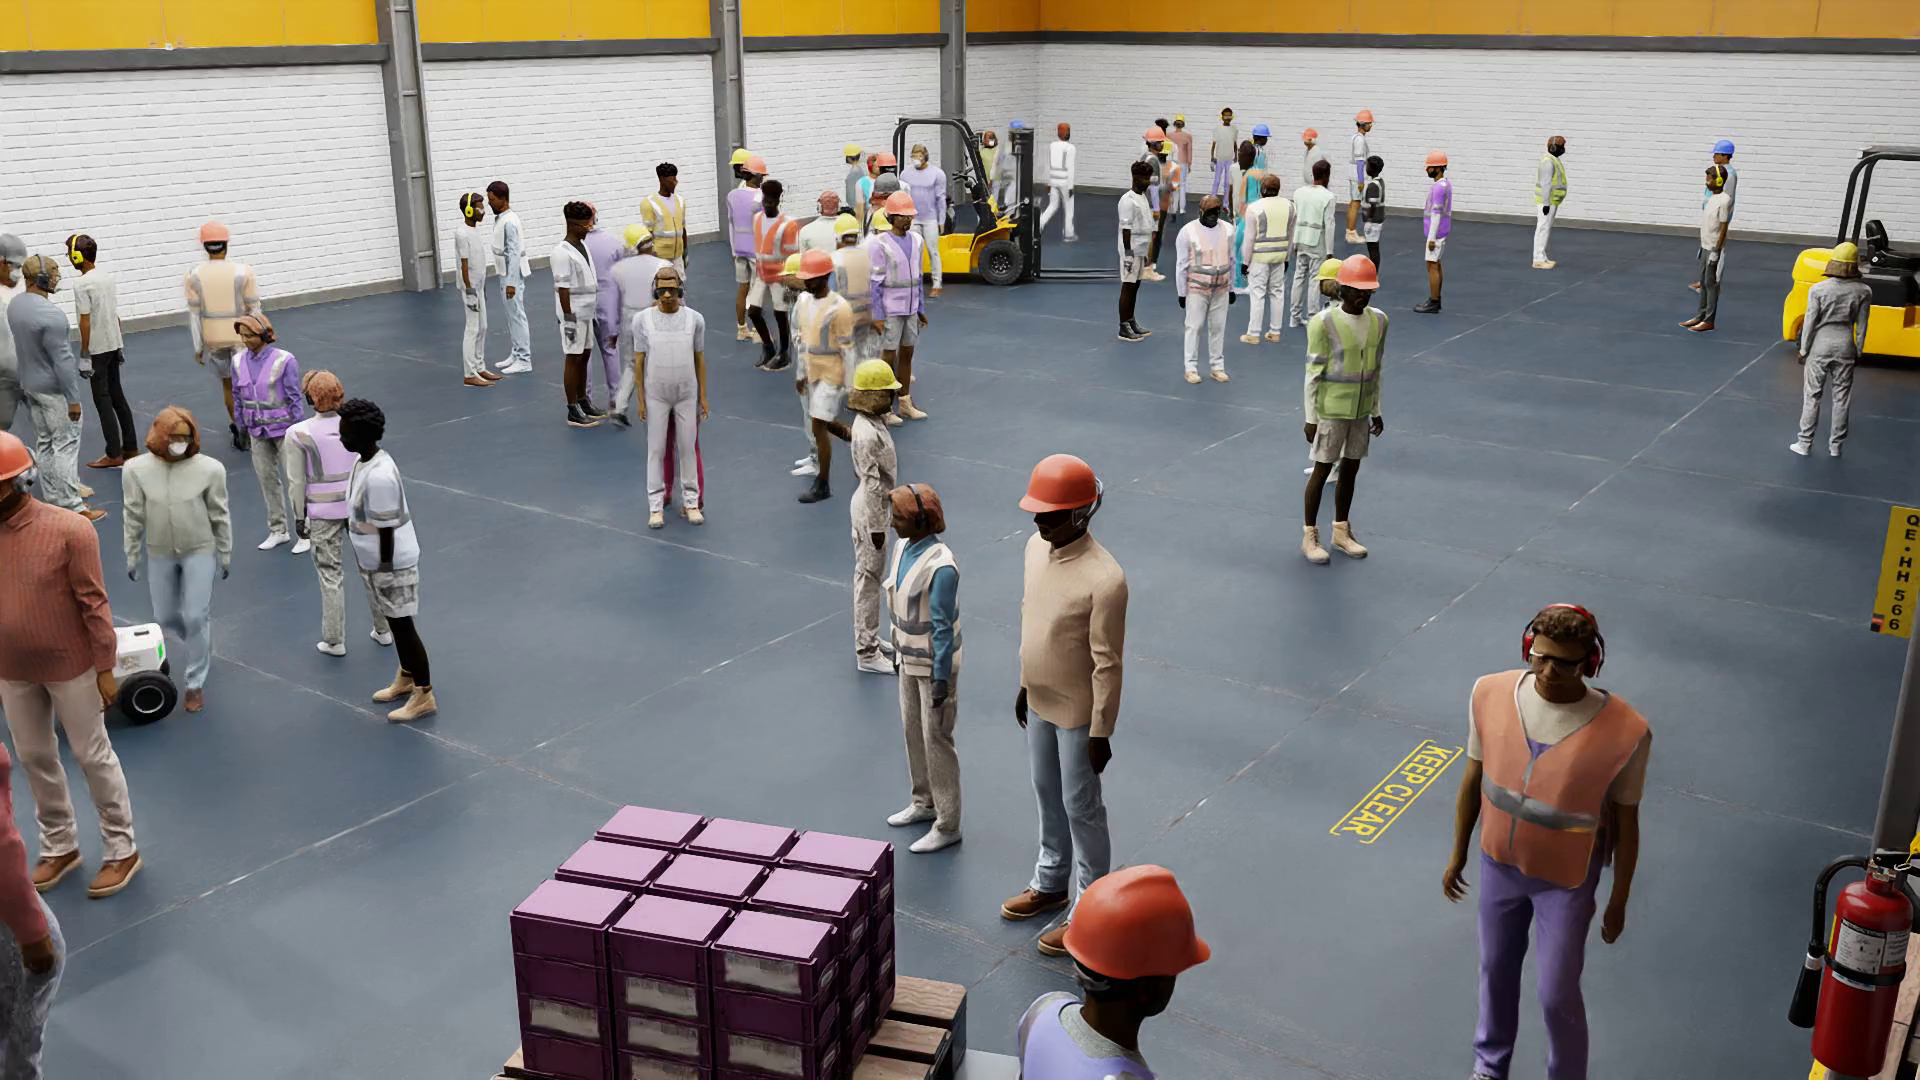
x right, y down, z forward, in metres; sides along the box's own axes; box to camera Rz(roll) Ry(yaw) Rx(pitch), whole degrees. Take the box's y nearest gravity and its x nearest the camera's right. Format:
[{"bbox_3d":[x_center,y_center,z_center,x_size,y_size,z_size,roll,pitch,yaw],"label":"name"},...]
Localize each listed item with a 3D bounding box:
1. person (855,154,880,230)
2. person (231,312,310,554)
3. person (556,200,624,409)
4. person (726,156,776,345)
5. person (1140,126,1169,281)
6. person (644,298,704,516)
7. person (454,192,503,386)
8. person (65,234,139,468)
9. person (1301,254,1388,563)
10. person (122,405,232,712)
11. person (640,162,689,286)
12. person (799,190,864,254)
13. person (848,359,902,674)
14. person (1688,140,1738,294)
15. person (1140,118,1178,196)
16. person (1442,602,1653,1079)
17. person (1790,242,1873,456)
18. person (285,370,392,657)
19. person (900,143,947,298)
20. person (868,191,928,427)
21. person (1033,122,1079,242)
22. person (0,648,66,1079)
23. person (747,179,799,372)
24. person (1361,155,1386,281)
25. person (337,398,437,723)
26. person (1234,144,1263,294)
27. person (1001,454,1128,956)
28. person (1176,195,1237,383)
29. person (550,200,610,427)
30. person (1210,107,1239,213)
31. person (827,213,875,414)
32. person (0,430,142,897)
[{"bbox_3d":[-1.071,-3.862,20.654,0.386,1.843,0.568,13,22,36],"label":"person"},{"bbox_3d":[-4.616,-0.720,11.174,0.528,1.630,0.313,5,18,14],"label":"person"},{"bbox_3d":[-3.350,-2.113,15.084,0.651,1.907,0.409,-10,20,-29],"label":"person"},{"bbox_3d":[-2.243,-3.150,18.132,0.614,2.031,0.402,12,21,33],"label":"person"},{"bbox_3d":[2.588,-4.518,22.384,0.378,2.045,0.605,-2,18,-8],"label":"person"},{"bbox_3d":[-2.065,-0.982,11.999,0.530,1.621,0.352,6,19,19],"label":"person"},{"bbox_3d":[-4.708,-2.429,16.152,0.322,1.860,0.517,1,18,2],"label":"person"},{"bbox_3d":[-6.856,-1.497,13.248,0.343,1.857,0.526,1,18,2],"label":"person"},{"bbox_3d":[2.542,-0.853,10.921,0.615,2.040,0.391,-8,19,-24],"label":"person"},{"bbox_3d":[-4.087,0.058,8.750,0.531,1.611,0.573,-5,18,-14],"label":"person"},{"bbox_3d":[-3.213,-3.155,18.263,0.378,1.958,0.605,15,23,39],"label":"person"},{"bbox_3d":[-1.236,-2.400,16.004,0.649,1.900,0.397,-4,18,-13],"label":"person"},{"bbox_3d":[-0.456,-0.134,9.158,0.294,1.744,0.487,-1,18,-3],"label":"person"},{"bbox_3d":[9.733,-4.152,21.390,0.389,1.949,0.604,3,18,8],"label":"person"},{"bbox_3d":[3.105,-5.566,25.856,0.601,1.930,0.722,-4,18,-11],"label":"person"},{"bbox_3d":[1.842,1.052,5.303,0.416,1.834,0.573,-17,24,-42],"label":"person"},{"bbox_3d":[7.117,-1.554,13.599,0.489,1.743,0.323,4,18,11],"label":"person"},{"bbox_3d":[-3.502,-0.149,9.391,0.514,1.630,0.318,-14,22,-36],"label":"person"},{"bbox_3d":[-0.473,-4.052,21.122,0.637,1.926,0.367,6,19,19],"label":"person"},{"bbox_3d":[-0.516,-2.026,14.589,0.378,2.044,0.608,16,24,41],"label":"person"},{"bbox_3d":[1.523,-5.578,26.018,0.586,1.862,0.816,17,24,42],"label":"person"},{"bbox_3d":[-2.939,1.077,5.076,0.656,1.918,0.583,17,24,42],"label":"person"},{"bbox_3d":[-1.879,-2.624,16.619,0.649,1.940,0.498,14,23,38],"label":"person"},{"bbox_3d":[5.473,-4.235,22.059,0.317,1.695,0.540,7,19,21],"label":"person"},{"bbox_3d":[-2.948,0.096,8.528,0.322,1.688,0.536,-10,20,-28],"label":"person"},{"bbox_3d":[3.577,-4.078,21.237,0.698,1.893,0.631,3,18,10],"label":"person"},{"bbox_3d":[0.395,0.627,6.393,0.399,1.988,0.615,-9,20,-27],"label":"person"},{"bbox_3d":[2.407,-2.446,16.257,0.635,1.830,0.429,-6,19,-18],"label":"person"},{"bbox_3d":[-3.344,-1.988,14.608,0.375,1.959,0.603,2,18,7],"label":"person"},{"bbox_3d":[4.736,-6.786,29.761,0.533,1.868,0.310,-4,18,-11],"label":"person"},{"bbox_3d":[-0.962,-1.992,14.853,0.594,1.818,0.521,-12,22,-34],"label":"person"},{"bbox_3d":[-3.743,0.507,6.771,0.629,1.983,0.404,1,18,4],"label":"person"}]
